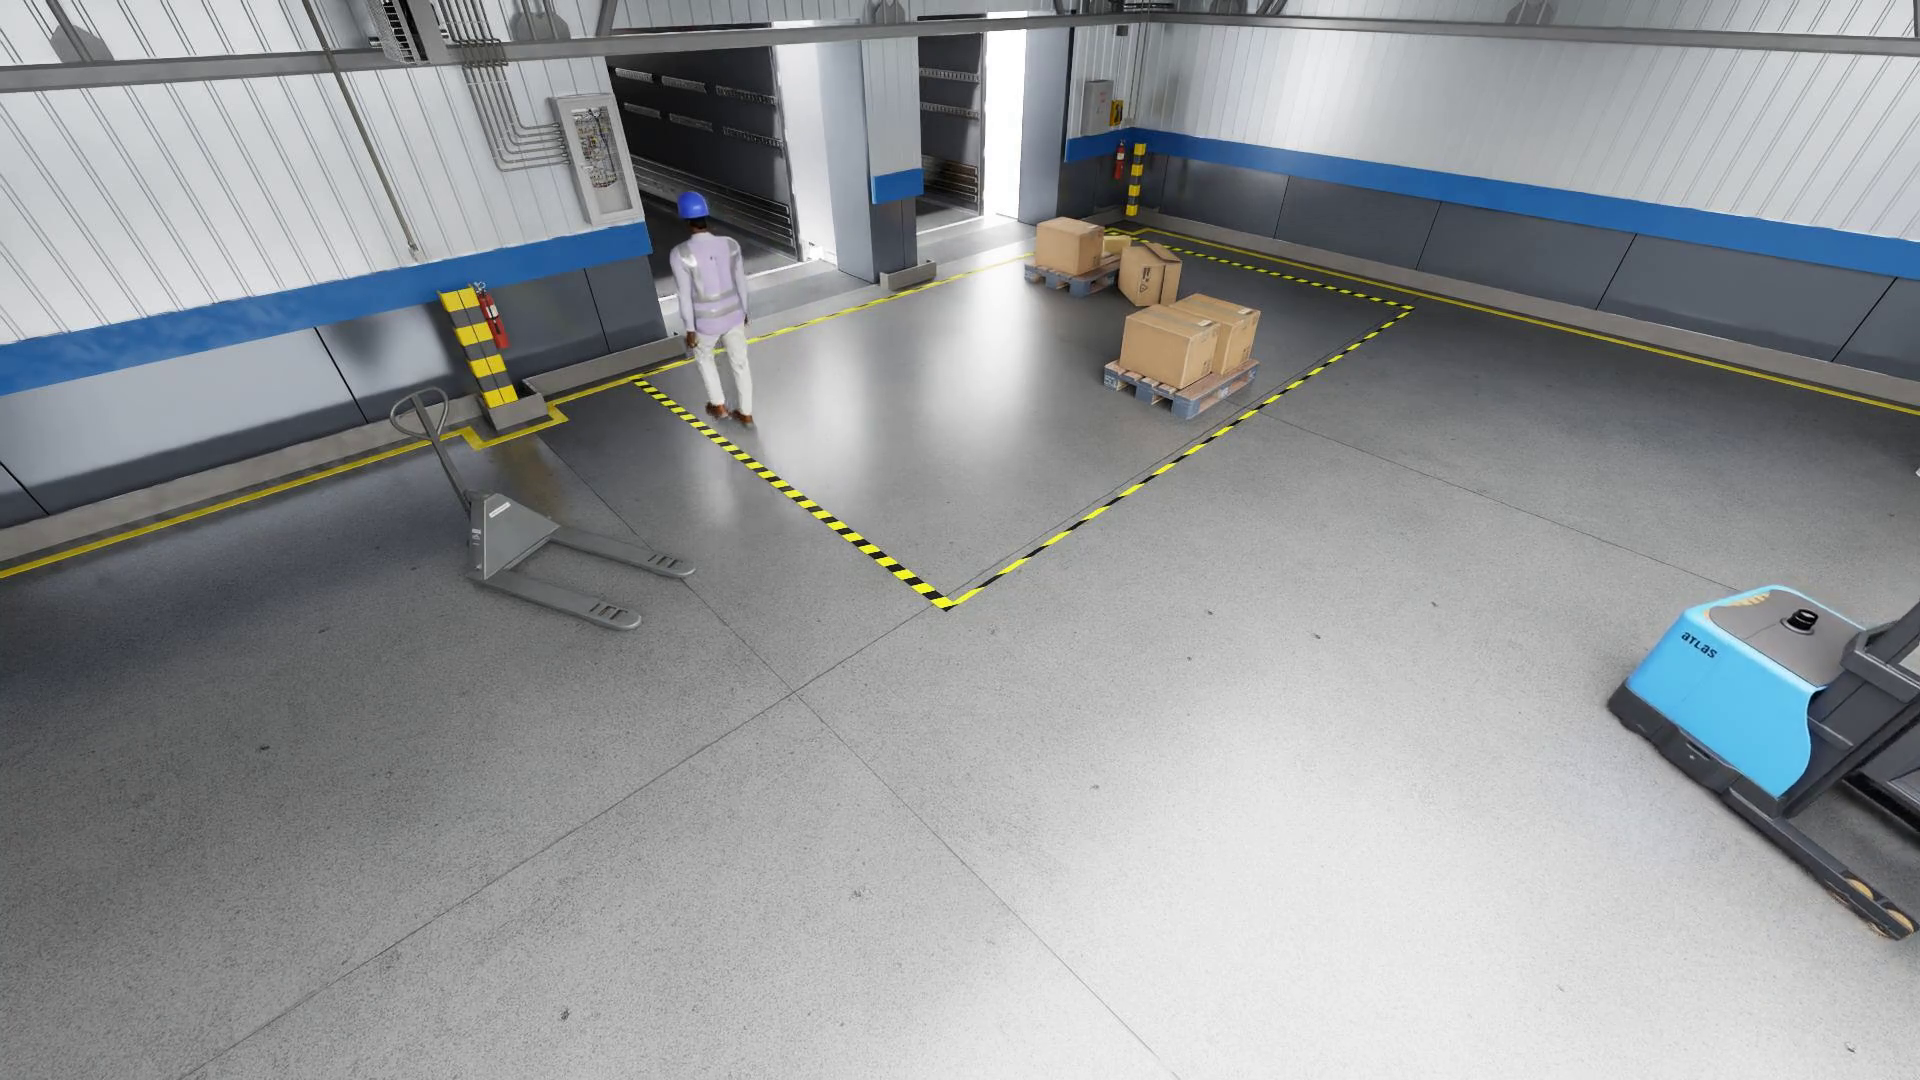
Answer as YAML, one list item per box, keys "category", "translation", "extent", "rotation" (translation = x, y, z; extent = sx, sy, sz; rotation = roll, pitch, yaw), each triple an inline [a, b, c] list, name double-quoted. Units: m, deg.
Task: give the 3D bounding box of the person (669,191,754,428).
- category: "person"
  translation: [-2.055, -1.878, 6.134]
  extent: [0.647, 1.929, 0.551]
  rotation: [-27, 45, -31]

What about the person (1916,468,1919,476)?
- category: "person"
  translation: [7.918, -1.152, 5.351]
  extent: [0.491, 1.743, 0.295]
  rotation: [2, 38, 3]

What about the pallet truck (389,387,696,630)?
- category: "pallet truck"
  translation: [-2.613, -0.247, 4.593]
  extent: [1.601, 1.201, 0.680]
  rotation: [14, 40, 17]

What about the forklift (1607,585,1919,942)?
- category: "forklift"
  translation: [4.004, 0.330, 3.192]
  extent: [0.716, 2.013, 0.776]
  rotation: [-11, 39, -14]
